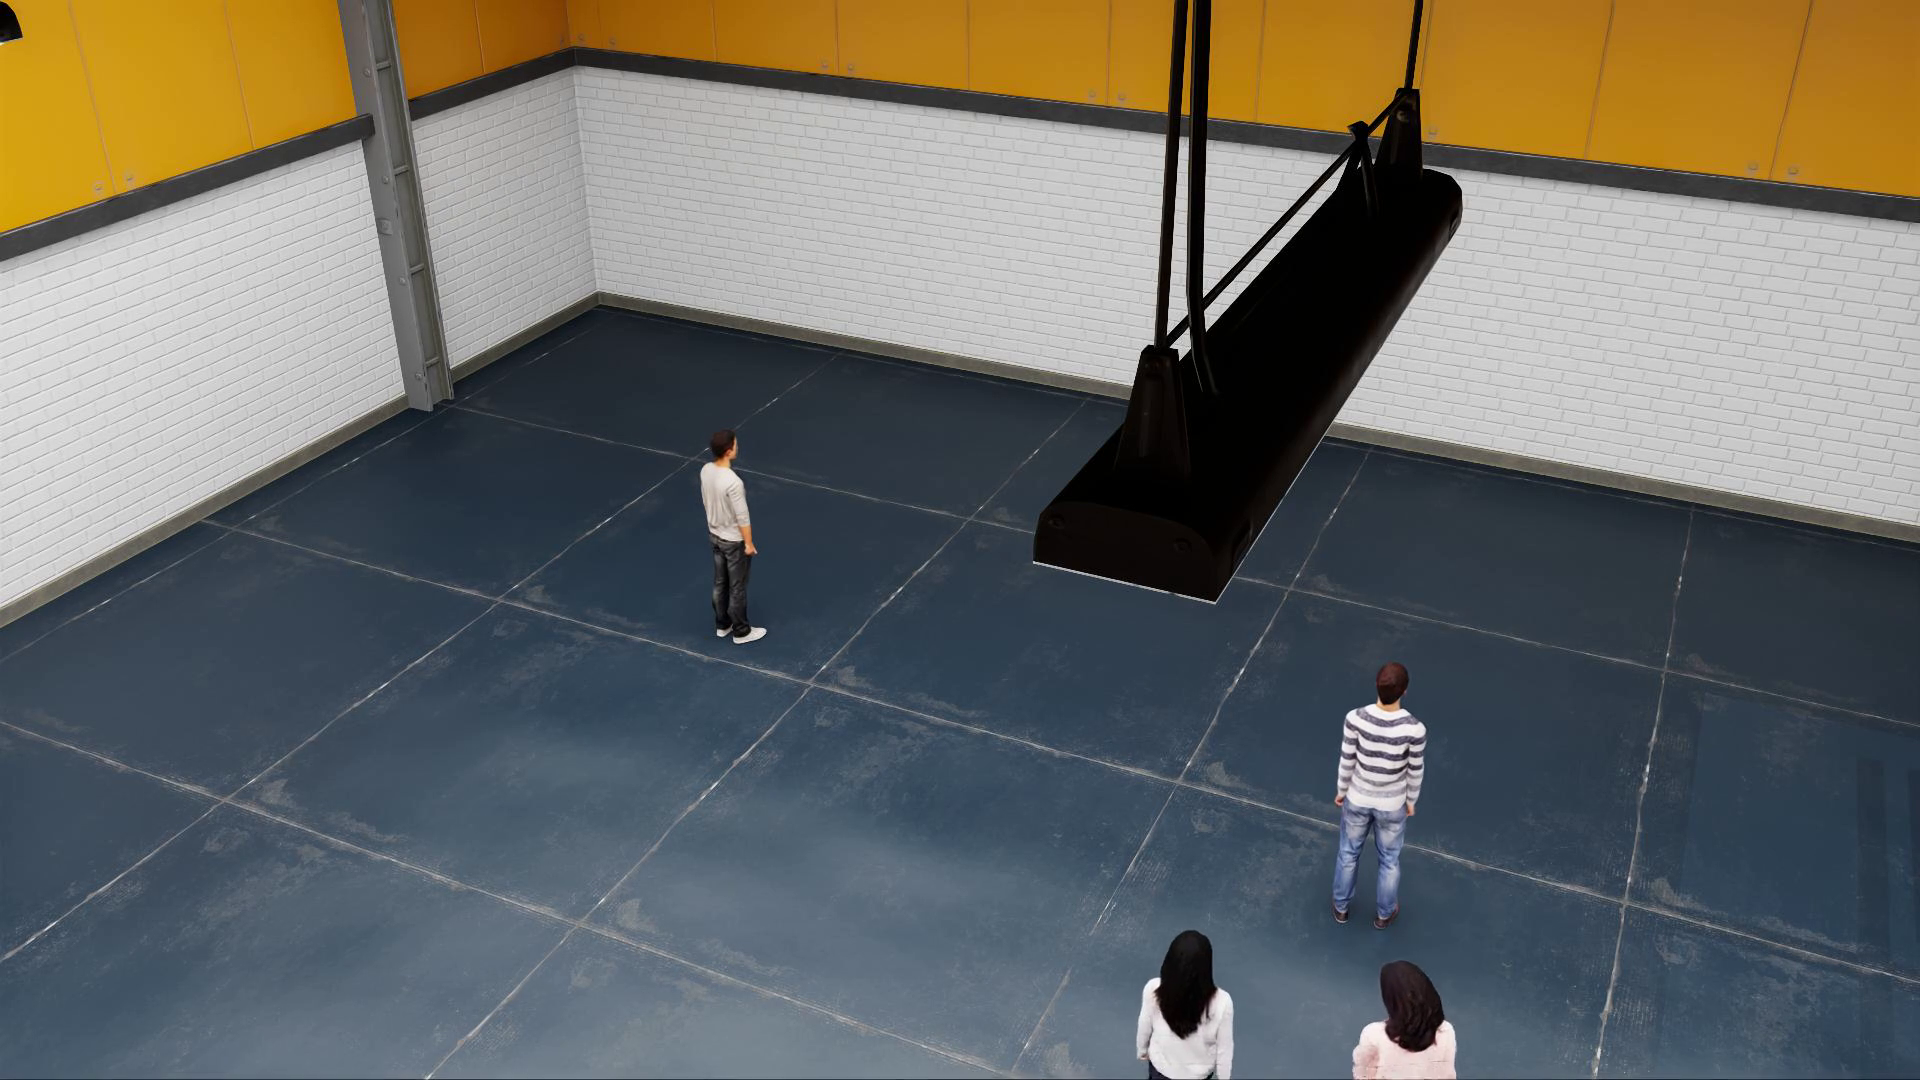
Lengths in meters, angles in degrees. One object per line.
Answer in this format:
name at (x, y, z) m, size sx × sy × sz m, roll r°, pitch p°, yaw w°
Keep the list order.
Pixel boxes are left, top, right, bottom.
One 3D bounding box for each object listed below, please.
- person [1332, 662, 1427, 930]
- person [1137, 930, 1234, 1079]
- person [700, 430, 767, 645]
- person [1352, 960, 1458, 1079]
person at (2.527, 1.559, 10.105) m, size 0.657 × 1.854 × 0.549 m, roll 10°, pitch 30°, yaw 18°
person at (1.083, 2.688, 8.247) m, size 0.826 × 1.652 × 1.178 m, roll 5°, pitch 29°, yaw 9°
person at (-1.822, -0.024, 13.056) m, size 0.711 × 1.808 × 0.663 m, roll 24°, pitch 37°, yaw 37°
person at (2.090, 2.820, 7.935) m, size 0.943 × 1.720 × 1.142 m, roll 2°, pitch 29°, yaw 3°
